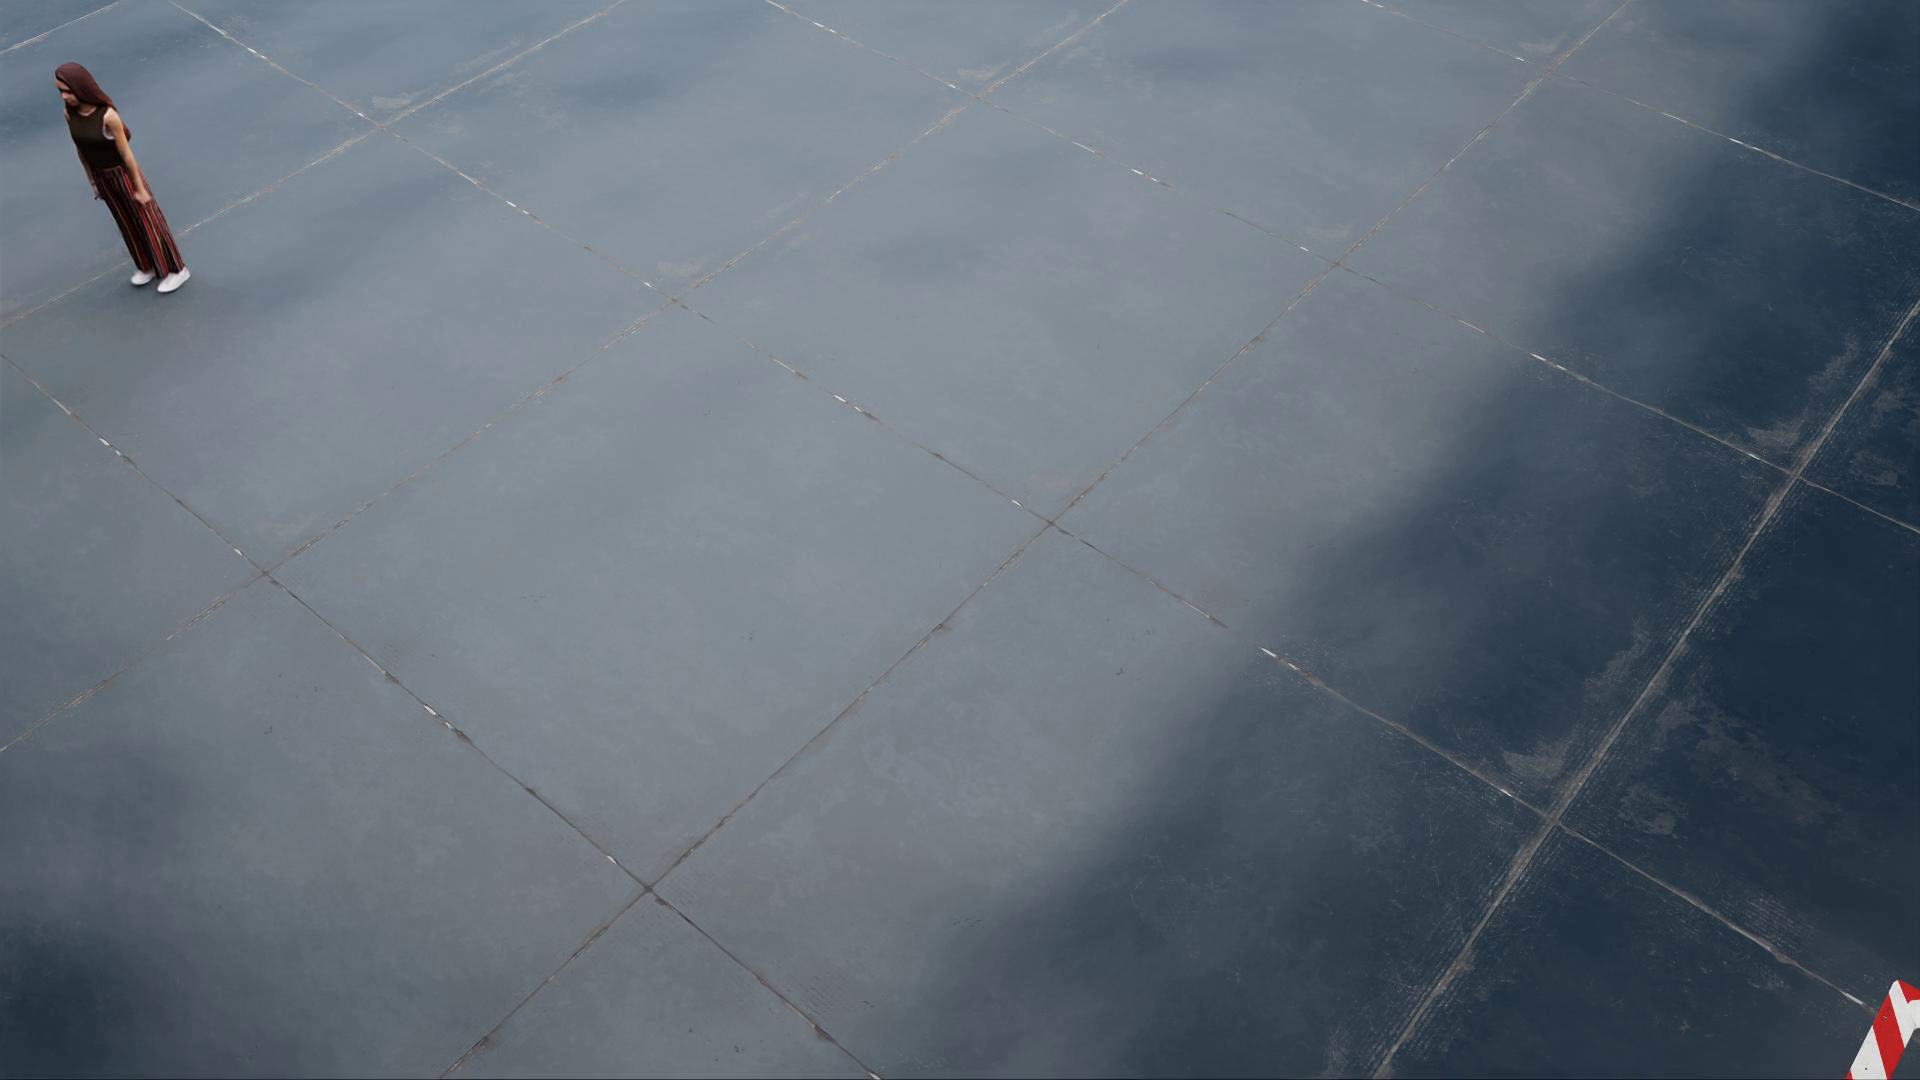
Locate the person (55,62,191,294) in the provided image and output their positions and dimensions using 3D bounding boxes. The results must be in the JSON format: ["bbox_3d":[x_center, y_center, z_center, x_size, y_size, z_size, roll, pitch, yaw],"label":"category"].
[{"bbox_3d":[-5.063,-2.189,10.025,0.563,1.561,0.669,13,48,11],"label":"person"}]
